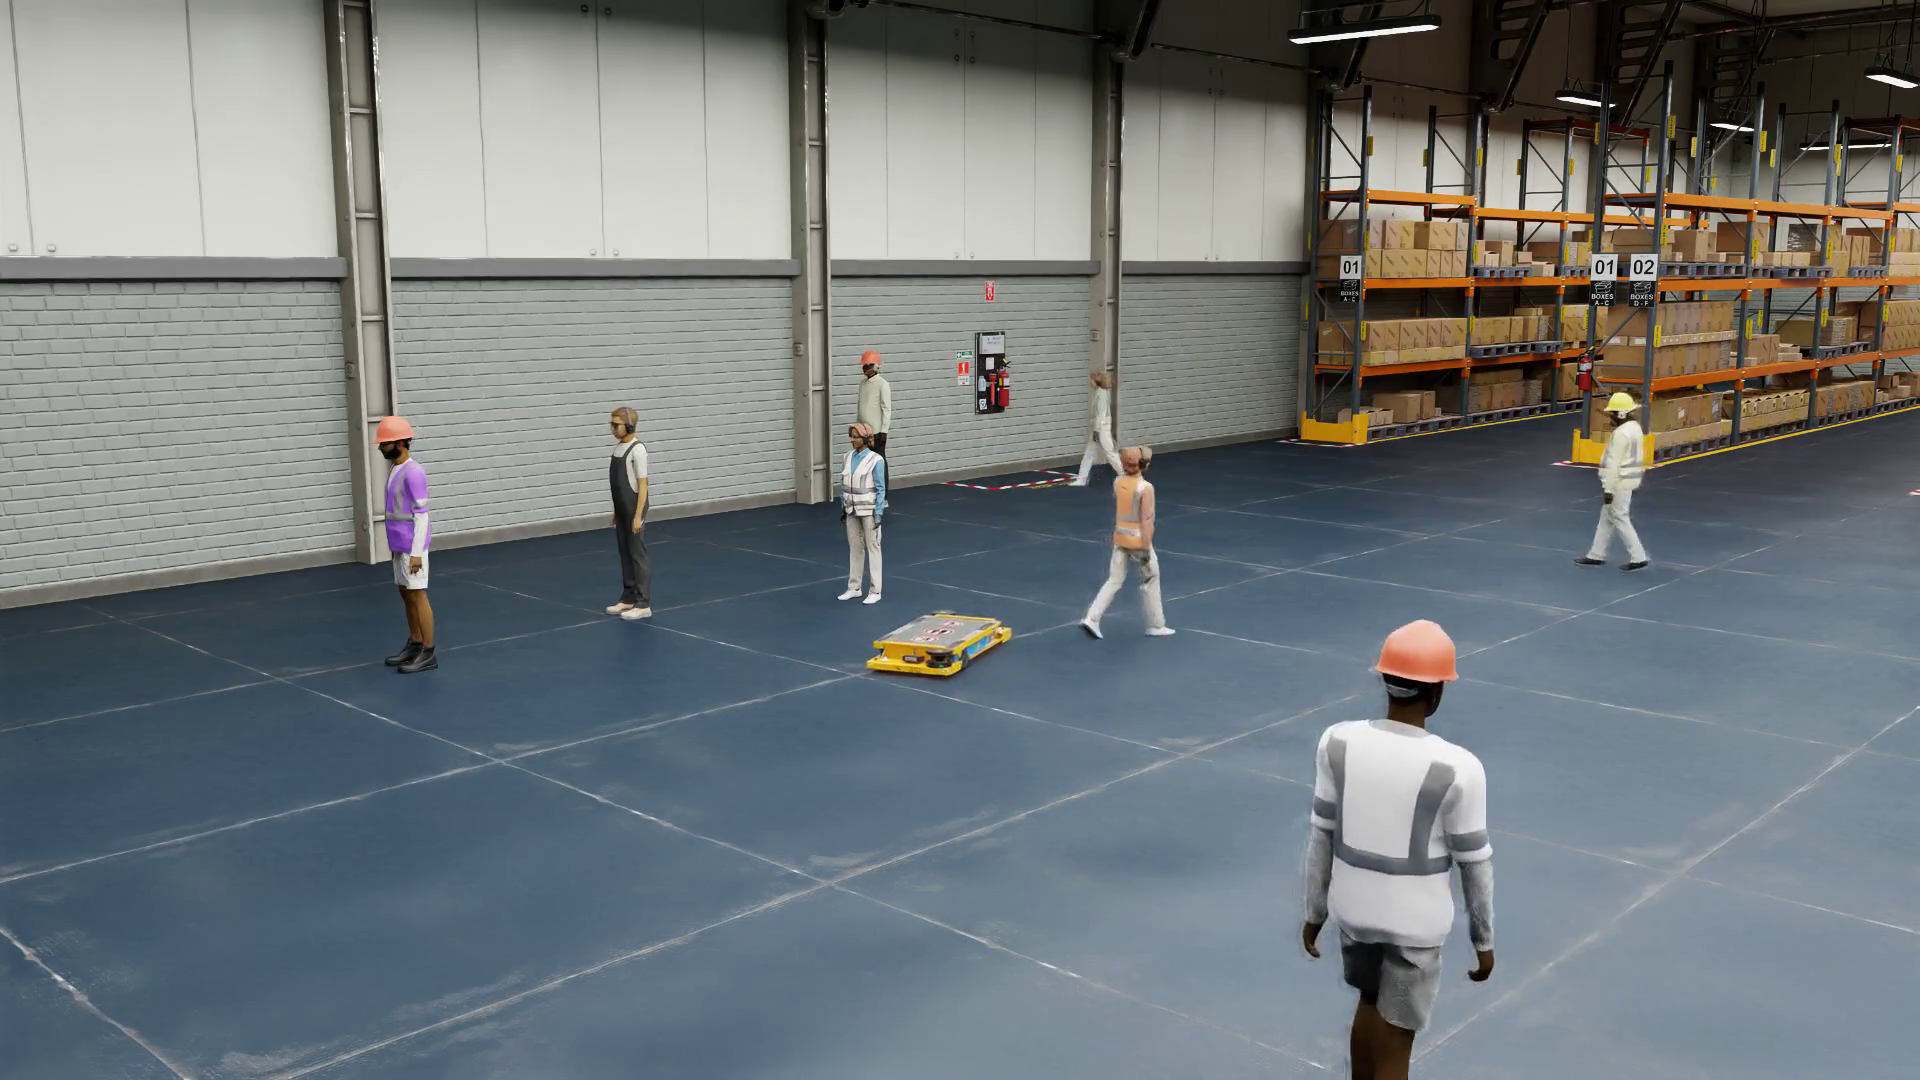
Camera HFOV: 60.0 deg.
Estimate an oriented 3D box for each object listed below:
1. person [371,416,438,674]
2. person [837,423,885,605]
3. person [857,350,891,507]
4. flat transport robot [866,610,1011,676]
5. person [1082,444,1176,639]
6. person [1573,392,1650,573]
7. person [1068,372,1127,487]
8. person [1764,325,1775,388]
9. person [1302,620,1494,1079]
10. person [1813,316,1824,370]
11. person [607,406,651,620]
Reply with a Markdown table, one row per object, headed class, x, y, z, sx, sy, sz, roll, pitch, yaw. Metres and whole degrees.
| class | x | y | z | sx | sy | sz | roll | pitch | yaw |
| --- | --- | --- | --- | --- | --- | --- | --- | --- | --- |
| person | -4.173 | 0.034 | 12.466 | 0.377 | 1.932 | 0.552 | -6 | 11 | -34 |
| person | -0.882 | -0.242 | 15.044 | 0.514 | 1.642 | 0.310 | 8 | 12 | 41 |
| person | -1.108 | -1.396 | 20.995 | 0.374 | 1.997 | 0.613 | -8 | 12 | -39 |
| flat transport robot | -0.143 | 0.788 | 12.932 | 0.652 | 0.197 | 1.431 | 4 | 10 | 21 |
| person | 1.379 | 0.022 | 13.540 | 0.807 | 1.610 | 0.523 | -6 | 11 | -32 |
| person | 6.558 | -0.570 | 16.563 | 0.766 | 1.804 | 0.610 | 6 | 11 | 32 |
| person | 1.962 | -1.515 | 22.930 | 0.852 | 1.600 | 0.543 | -1 | 9 | -6 |
| person | 17.481 | -3.717 | 35.572 | 0.504 | 1.860 | 0.512 | -8 | 12 | -41 |
| person | 1.456 | 1.199 | 5.410 | 0.587 | 1.916 | 0.629 | 8 | 12 | 39 |
| person | 18.931 | -3.982 | 36.847 | 0.621 | 1.977 | 1.132 | 8 | 12 | 42 |
| person | -2.871 | -0.235 | 14.390 | 0.339 | 1.844 | 0.522 | -7 | 11 | -36 |
